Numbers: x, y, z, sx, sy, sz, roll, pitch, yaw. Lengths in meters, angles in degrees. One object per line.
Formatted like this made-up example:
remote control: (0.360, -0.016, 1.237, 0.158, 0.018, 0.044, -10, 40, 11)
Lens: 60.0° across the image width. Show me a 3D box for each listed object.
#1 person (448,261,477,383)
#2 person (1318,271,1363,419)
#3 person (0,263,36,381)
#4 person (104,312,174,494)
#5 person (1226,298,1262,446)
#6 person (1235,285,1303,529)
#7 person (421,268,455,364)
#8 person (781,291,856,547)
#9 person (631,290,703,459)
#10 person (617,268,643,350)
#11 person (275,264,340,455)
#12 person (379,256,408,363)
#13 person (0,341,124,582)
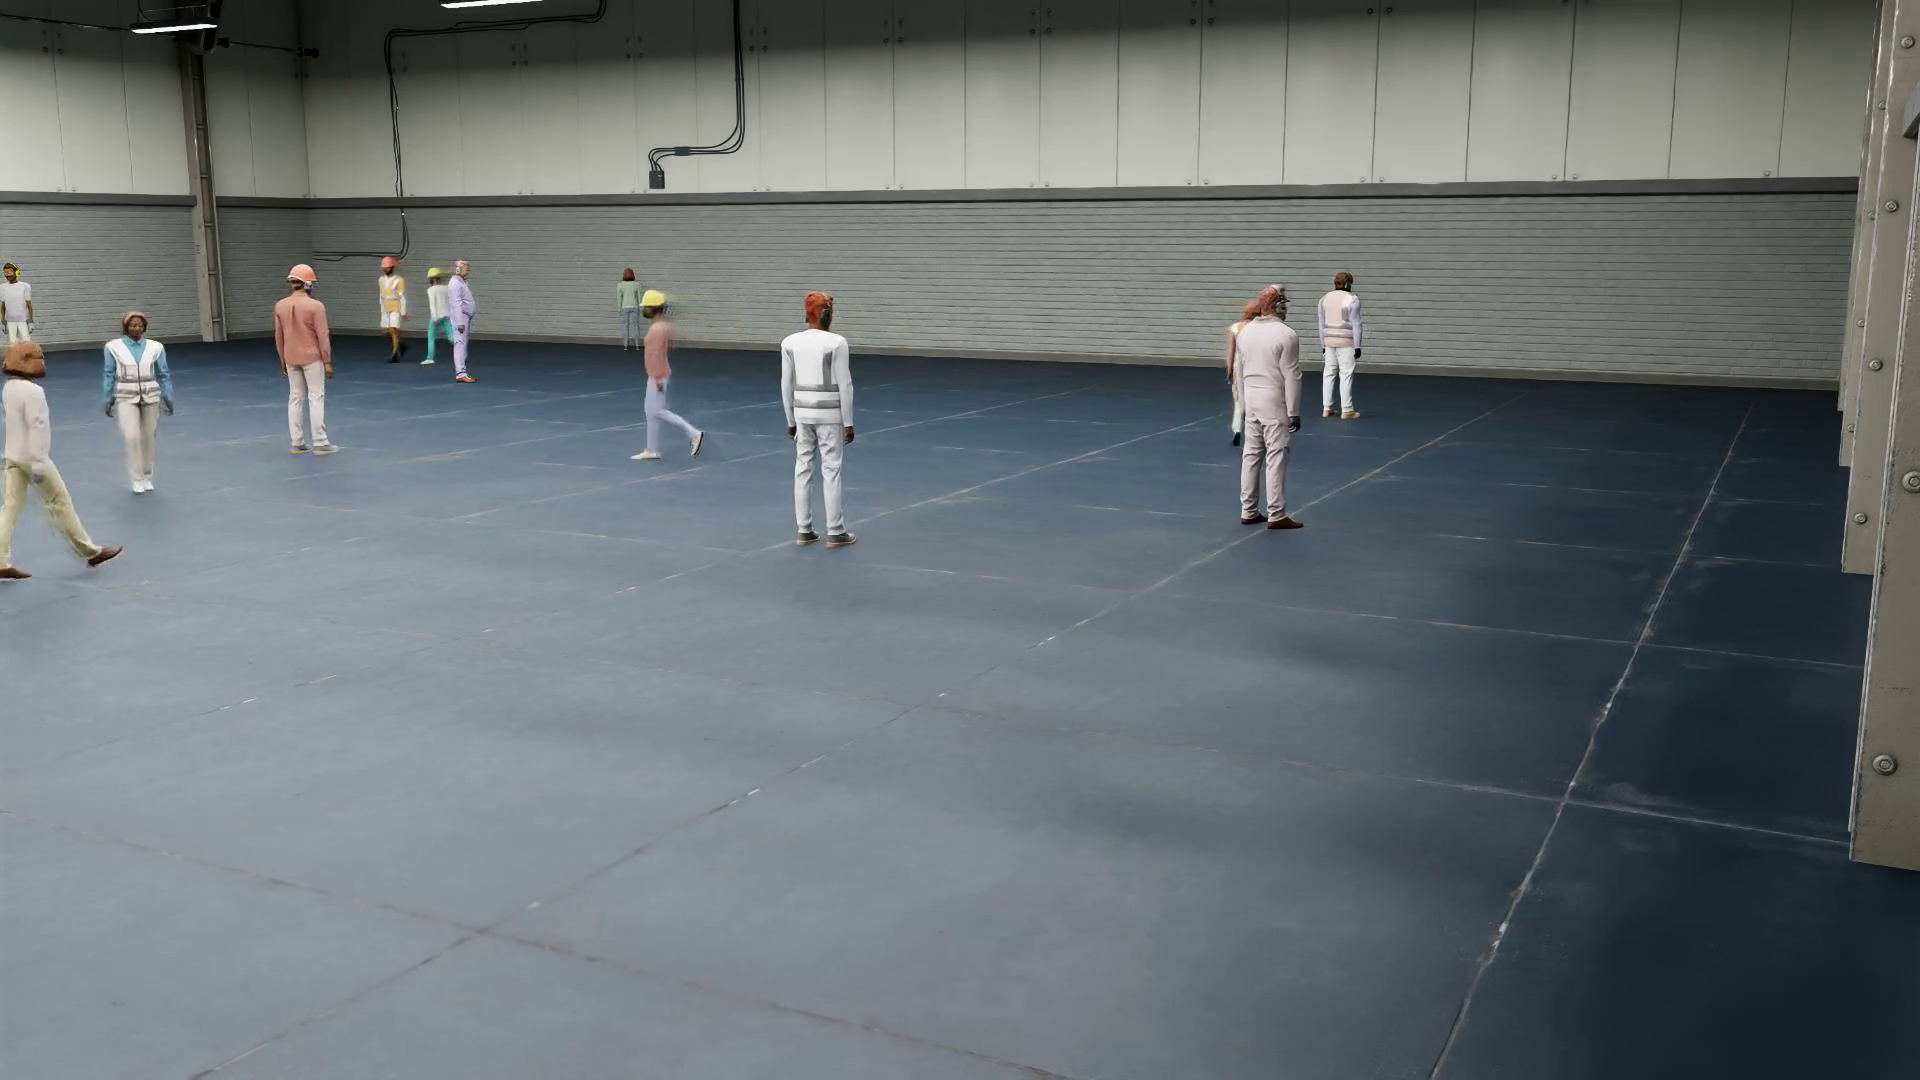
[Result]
person: (-7.786, -3.417, 26.062, 0.406, 1.902, 0.639, -2, 11, -12)
person: (4.810, -2.452, 20.960, 0.429, 1.844, 0.627, -9, 14, -40)
person: (-14.932, -3.447, 26.346, 0.509, 1.862, 0.311, -1, 10, -3)
person: (-7.294, -1.218, 14.821, 0.551, 1.609, 0.656, -8, 13, -37)
person: (3.119, -1.771, 17.830, 0.538, 1.625, 0.373, 4, 11, 23)
person: (2.454, -1.042, 13.080, 0.407, 1.913, 0.641, -7, 12, -33)
person: (-9.200, -3.969, 29.580, 0.897, 1.726, 0.531, 4, 11, 22)
person: (-1.038, -0.886, 12.295, 0.573, 1.886, 0.353, 5, 11, 25)
person: (-3.021, -1.679, 17.007, 0.678, 1.748, 0.528, -2, 11, -9)
person: (-6.625, -4.632, 33.412, 0.497, 1.635, 0.286, -1, 10, -7)
person: (-6.861, -1.888, 17.470, 0.623, 1.989, 0.401, 3, 11, 17)
person: (-10.217, -4.160, 30.029, 0.554, 1.924, 0.542, 4, 11, 23)
person: (-6.168, -0.540, 11.184, 0.523, 1.584, 0.856, 7, 13, 35)
